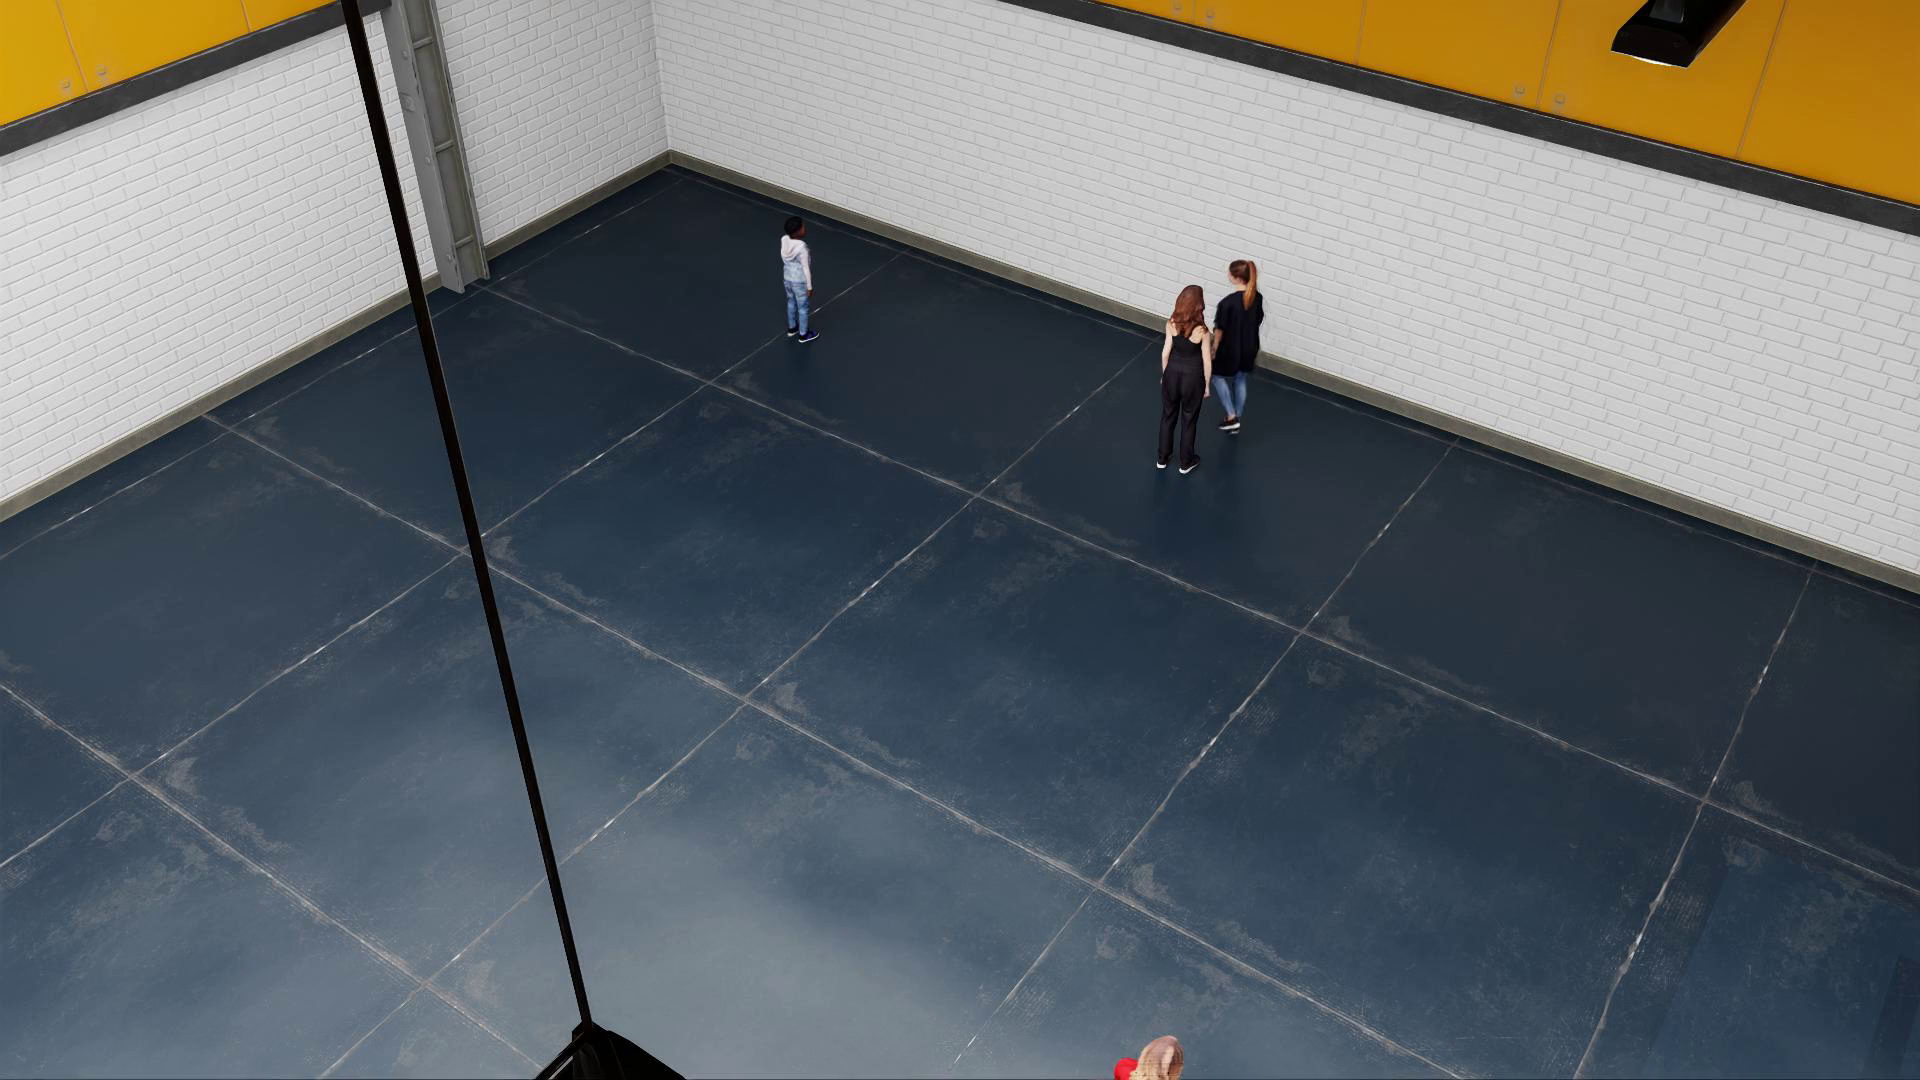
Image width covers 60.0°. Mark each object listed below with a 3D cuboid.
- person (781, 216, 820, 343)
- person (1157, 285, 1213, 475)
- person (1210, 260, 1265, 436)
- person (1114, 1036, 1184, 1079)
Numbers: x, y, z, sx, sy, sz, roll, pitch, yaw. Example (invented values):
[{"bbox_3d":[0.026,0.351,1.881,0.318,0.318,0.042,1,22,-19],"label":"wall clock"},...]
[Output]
[{"bbox_3d":[-1.531,-2.456,15.578,0.497,1.258,0.520,31,48,33],"label":"person"},{"bbox_3d":[1.850,-1.335,13.782,0.624,1.748,0.570,17,42,20],"label":"person"},{"bbox_3d":[2.374,-1.584,14.144,0.803,1.685,0.871,-12,40,-15],"label":"person"},{"bbox_3d":[0.854,3.071,8.312,0.962,1.689,0.731,-31,48,-33],"label":"person"}]
